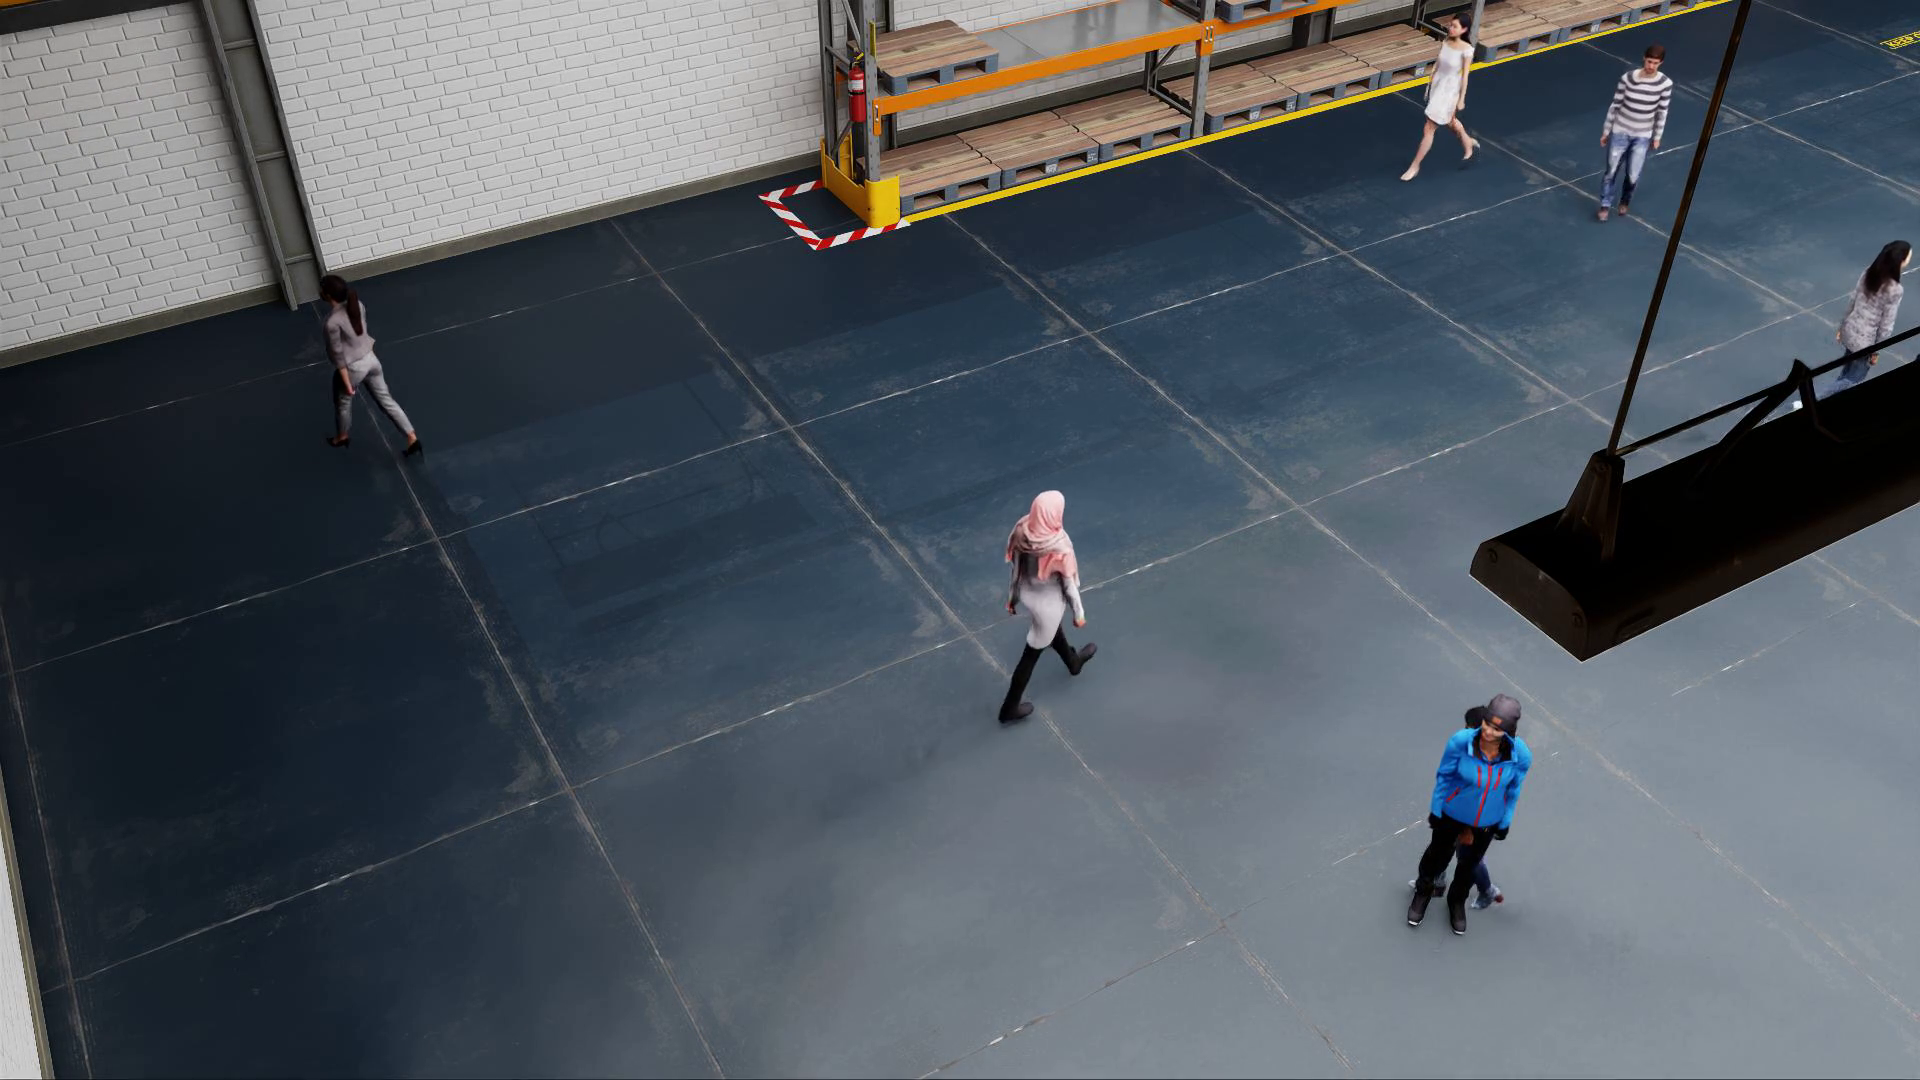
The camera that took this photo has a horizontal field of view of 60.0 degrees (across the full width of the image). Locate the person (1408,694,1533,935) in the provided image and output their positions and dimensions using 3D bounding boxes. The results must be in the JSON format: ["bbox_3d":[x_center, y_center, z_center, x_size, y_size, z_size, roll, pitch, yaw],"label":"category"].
[{"bbox_3d":[2.885,1.530,9.407,0.683,1.802,0.735,11,40,13],"label":"person"}]

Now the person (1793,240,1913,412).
[{"bbox_3d":[7.197,-1.620,13.424,1.065,1.712,0.807,-8,39,-10],"label":"person"}]

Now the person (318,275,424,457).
[{"bbox_3d":[-4.657,-1.305,13.097,1.129,1.628,1.129,13,40,16],"label":"person"}]

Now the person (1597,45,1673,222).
[{"bbox_3d":[6.611,-4.030,16.348,0.833,1.830,0.864,19,42,22],"label":"person"}]

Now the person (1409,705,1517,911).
[{"bbox_3d":[2.967,1.549,9.527,0.911,1.623,0.837,4,39,4],"label":"person"}]

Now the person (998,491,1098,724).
[{"bbox_3d":[0.459,0.483,10.756,1.172,1.755,0.751,-27,46,-29],"label":"person"}]

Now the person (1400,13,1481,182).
[{"bbox_3d":[5.049,-4.554,17.080,1.191,1.735,0.643,-17,41,-20],"label":"person"}]
